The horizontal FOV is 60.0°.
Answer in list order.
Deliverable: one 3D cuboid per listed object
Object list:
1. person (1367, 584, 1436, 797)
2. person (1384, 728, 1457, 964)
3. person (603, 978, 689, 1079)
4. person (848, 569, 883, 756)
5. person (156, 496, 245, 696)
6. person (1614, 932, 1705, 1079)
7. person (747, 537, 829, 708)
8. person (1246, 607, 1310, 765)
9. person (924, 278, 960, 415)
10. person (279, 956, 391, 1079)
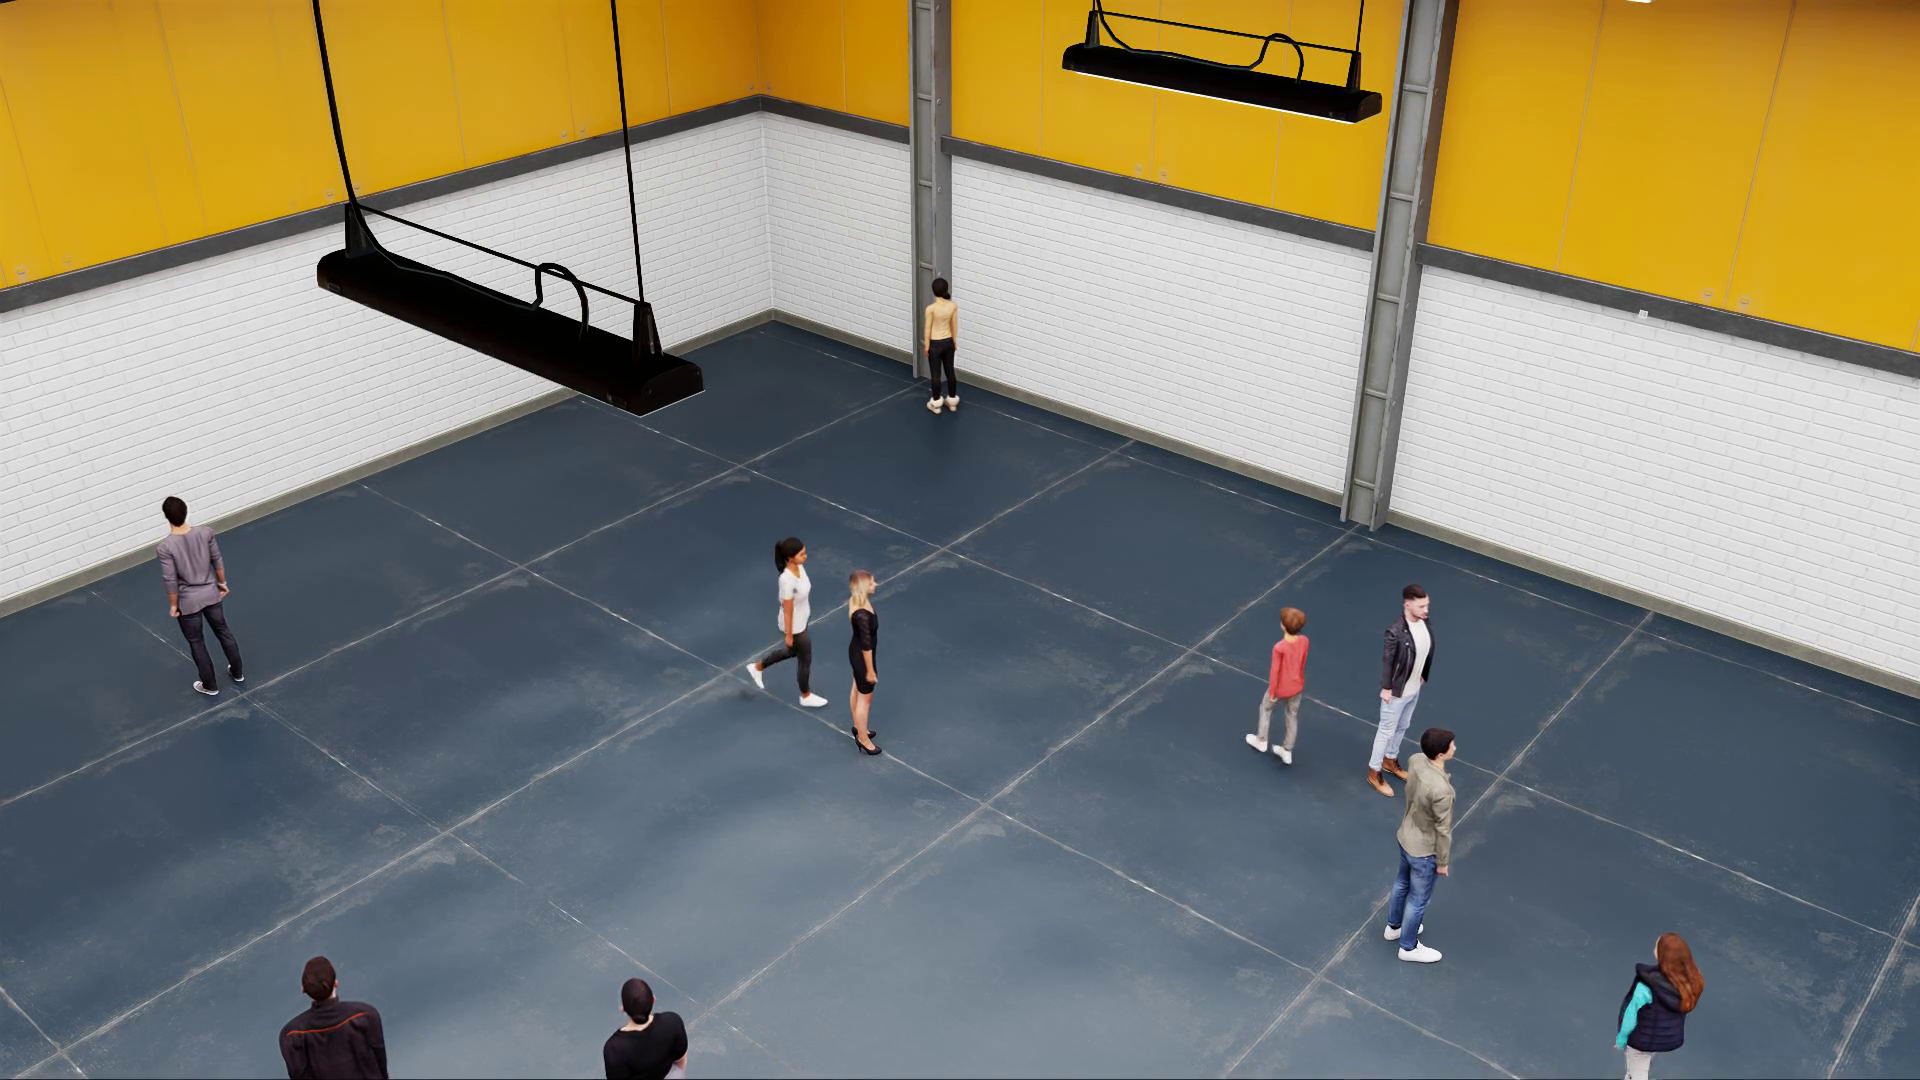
[{"bbox_3d":[3.484,1.143,13.133,0.685,1.836,0.577,-23,36,-36],"label":"person"},{"bbox_3d":[3.161,2.070,11.403,0.848,1.865,0.758,-5,29,-10],"label":"person"},{"bbox_3d":[-1.755,3.196,9.450,0.726,1.759,0.688,-20,34,-32],"label":"person"},{"bbox_3d":[-0.796,0.979,13.600,0.670,1.676,0.594,-5,29,-8],"label":"person"},{"bbox_3d":[-6.585,0.470,14.351,0.512,1.851,0.679,21,35,33],"label":"person"},{"bbox_3d":[4.217,3.034,10.038,0.833,1.481,1.005,-11,31,-19],"label":"person"},{"bbox_3d":[-1.497,0.711,14.148,1.040,1.623,0.890,4,29,7],"label":"person"},{"bbox_3d":[2.684,1.207,13.465,0.683,1.406,0.769,-11,30,-19],"label":"person"},{"bbox_3d":[-0.217,-2.304,19.637,0.646,1.659,0.653,-14,31,-23],"label":"person"},{"bbox_3d":[-3.469,3.123,9.421,0.775,1.915,0.759,-12,31,-20],"label":"person"}]
